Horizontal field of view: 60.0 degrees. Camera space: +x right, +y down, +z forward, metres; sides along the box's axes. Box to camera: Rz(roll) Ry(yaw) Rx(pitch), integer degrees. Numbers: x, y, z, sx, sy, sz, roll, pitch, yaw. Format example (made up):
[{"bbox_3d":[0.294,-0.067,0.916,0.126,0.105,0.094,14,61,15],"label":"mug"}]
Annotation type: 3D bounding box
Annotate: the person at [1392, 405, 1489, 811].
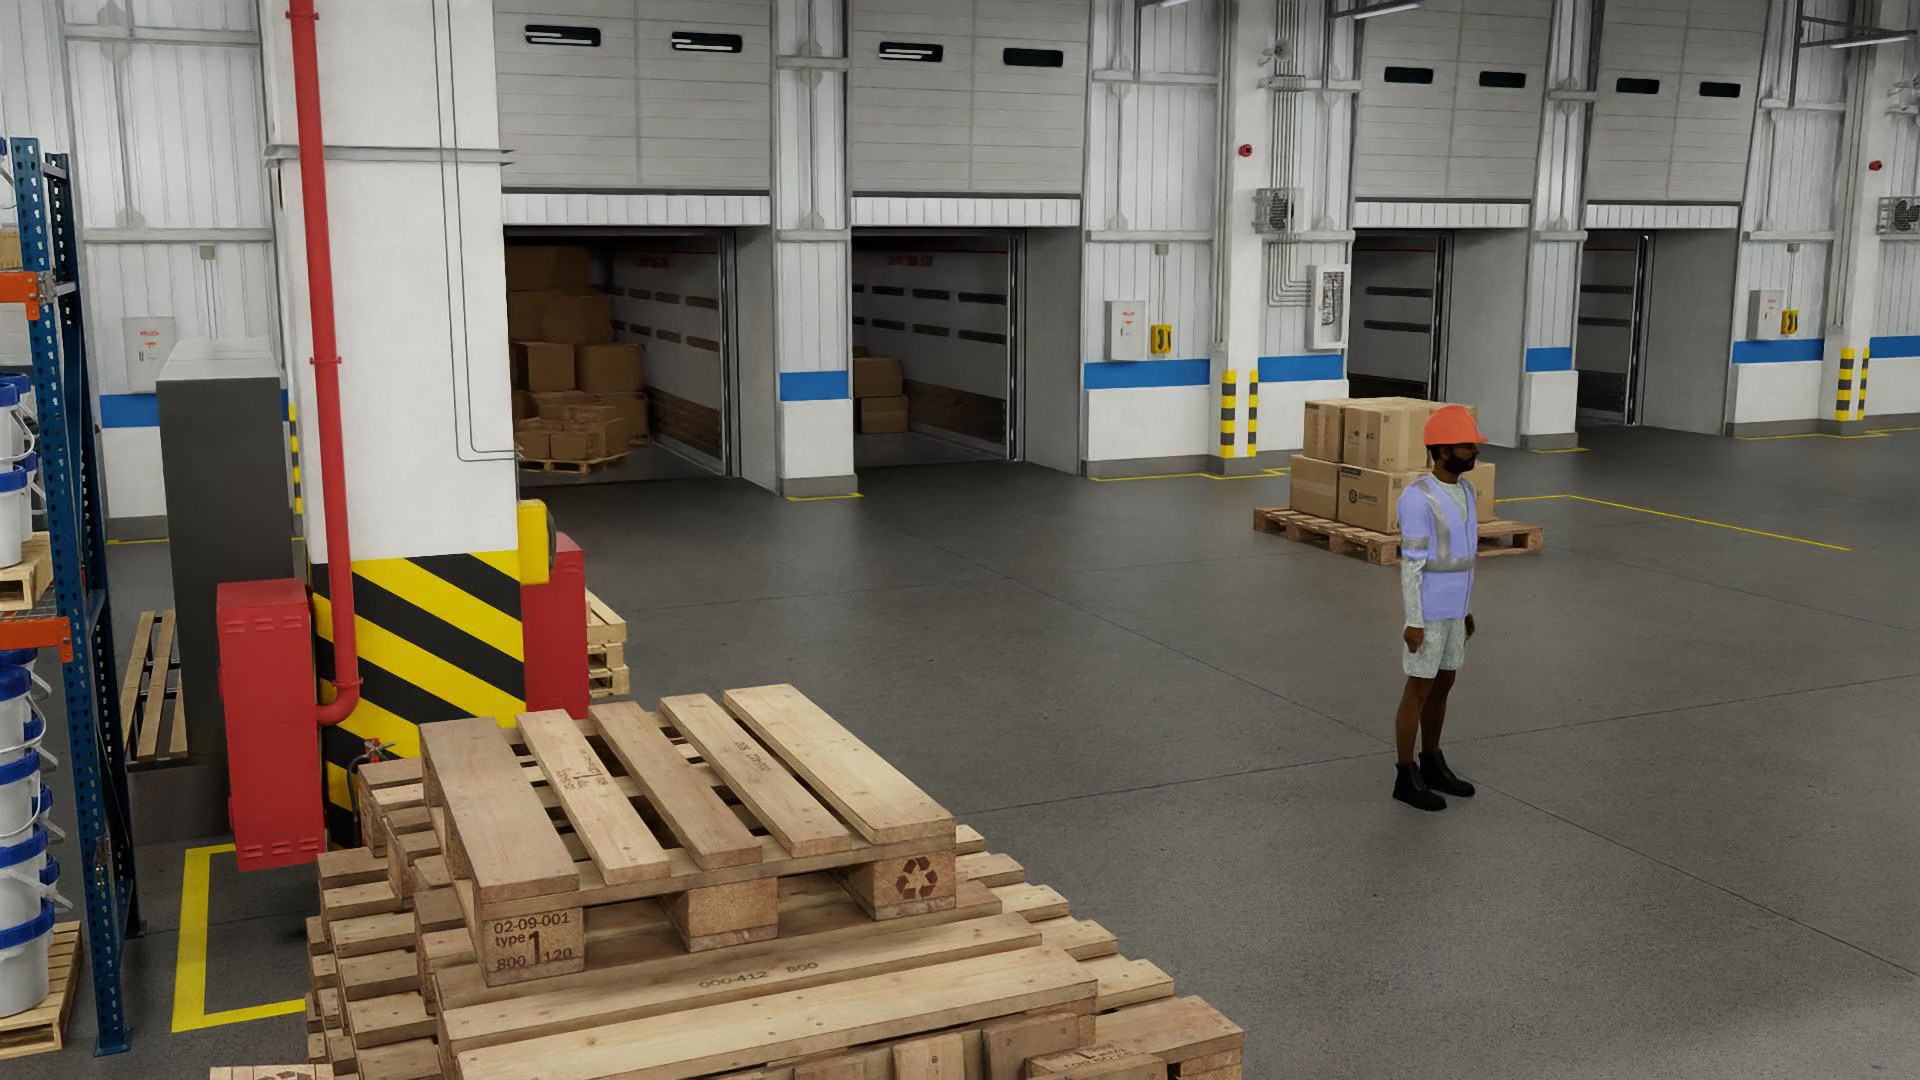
[{"bbox_3d":[2.316,0.319,8.011,0.552,1.942,0.342,-10,14,-44],"label":"person"}]
